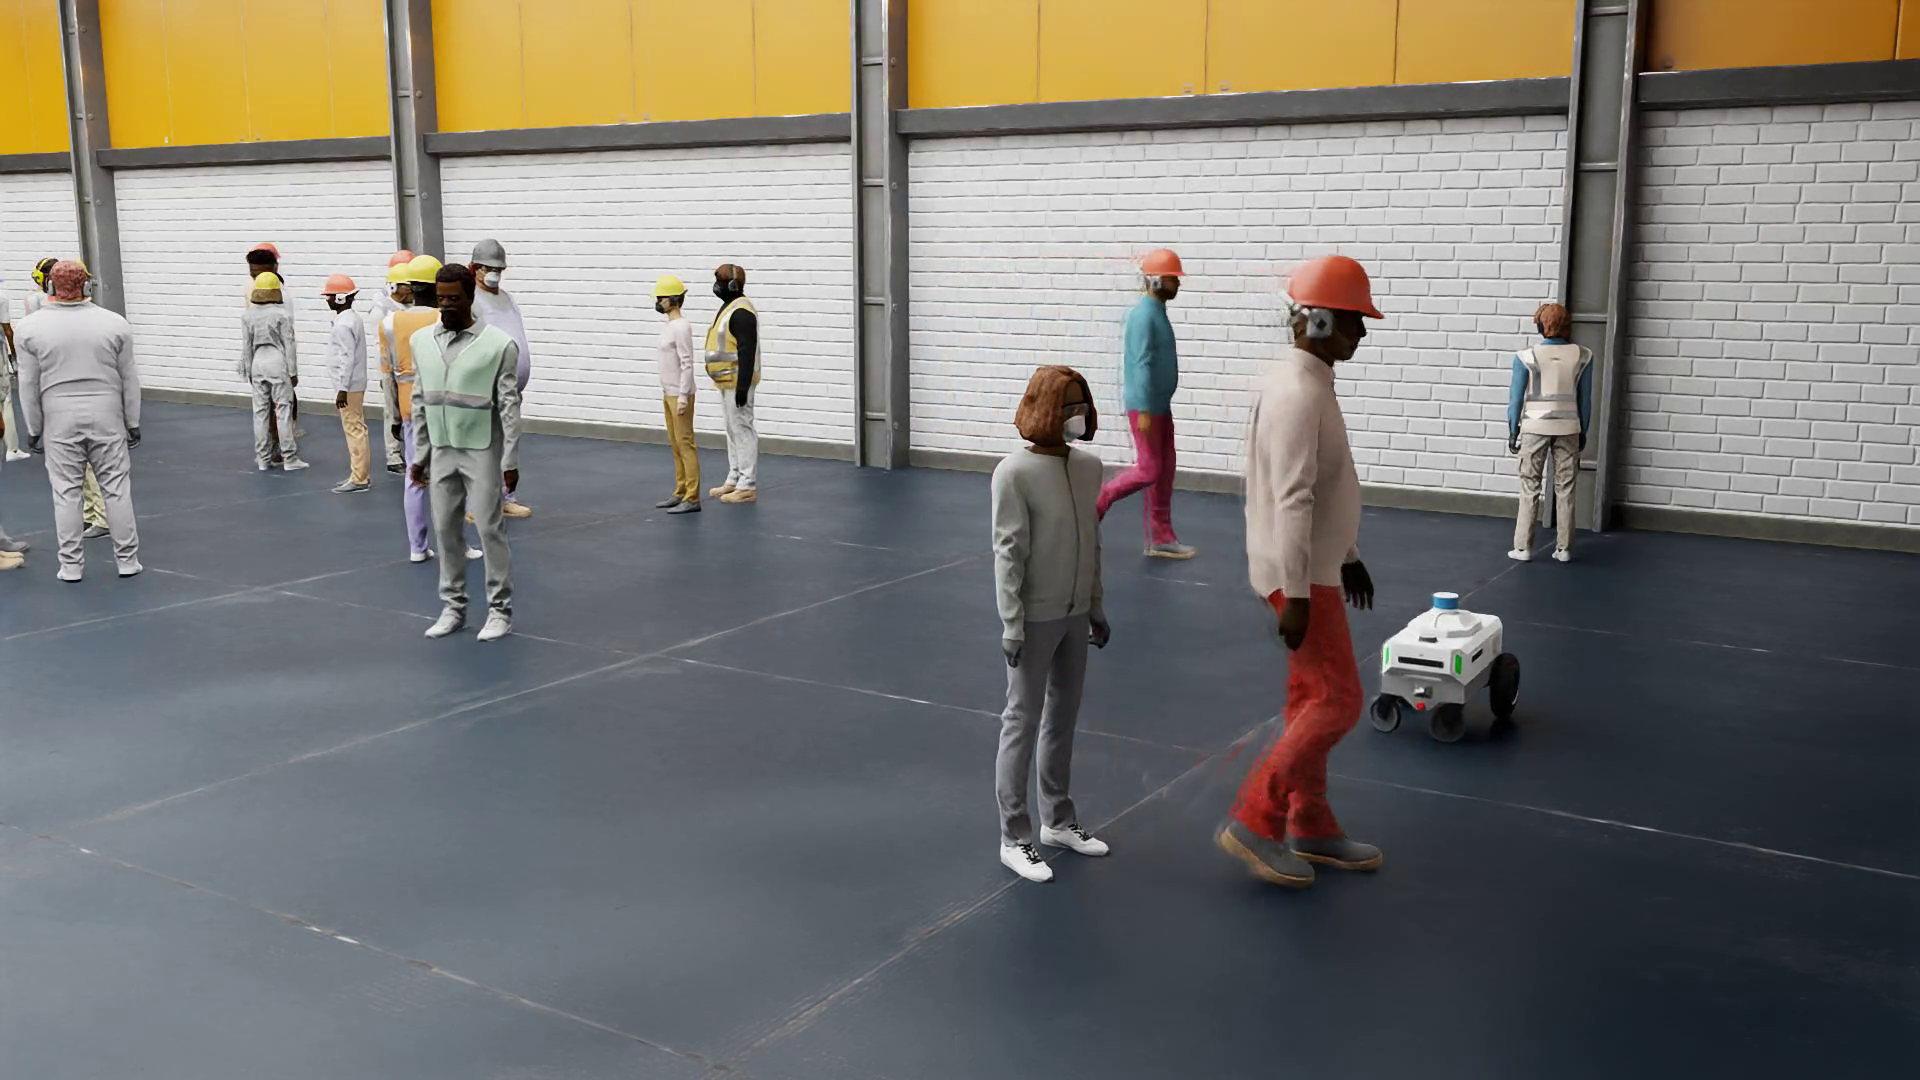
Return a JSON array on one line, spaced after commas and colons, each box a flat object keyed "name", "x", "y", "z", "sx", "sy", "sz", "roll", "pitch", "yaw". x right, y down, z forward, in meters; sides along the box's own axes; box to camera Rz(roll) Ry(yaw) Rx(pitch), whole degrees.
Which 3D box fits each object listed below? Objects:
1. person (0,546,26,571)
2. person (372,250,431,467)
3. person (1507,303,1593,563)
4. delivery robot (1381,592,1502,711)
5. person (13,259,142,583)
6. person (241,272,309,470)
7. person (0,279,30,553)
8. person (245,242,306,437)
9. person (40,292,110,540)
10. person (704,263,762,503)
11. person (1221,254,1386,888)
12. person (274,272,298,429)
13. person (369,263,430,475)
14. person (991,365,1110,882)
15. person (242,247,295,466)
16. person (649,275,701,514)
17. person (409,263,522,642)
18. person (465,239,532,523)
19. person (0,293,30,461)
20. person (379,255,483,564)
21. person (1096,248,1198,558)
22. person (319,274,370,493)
[{"name": "person", "x": -5.982, "y": -0.710, "z": 10.155, "sx": 0.354, "sy": 1.834, "sz": 0.519, "roll": -6, "pitch": 12, "yaw": -32}, {"name": "person", "x": -4.902, "y": -1.591, "z": 14.743, "sx": 0.361, "sy": 1.935, "sz": 0.545, "roll": 7, "pitch": 12, "yaw": 34}, {"name": "person", "x": 3.689, "y": -0.660, "z": 10.429, "sx": 0.514, "sy": 1.634, "sz": 0.313, "roll": 0, "pitch": 10, "yaw": 3}, {"name": "delivery robot", "x": 2.012, "y": 0.463, "z": 6.924, "sx": 0.477, "sy": 0.478, "sz": 0.707, "roll": 6, "pitch": 12, "yaw": 30}, {"name": "person", "x": -5.209, "y": -0.699, "z": 9.877, "sx": 0.641, "sy": 1.909, "sz": 0.409, "roll": -6, "pitch": 12, "yaw": -30}, {"name": "person", "x": -6.065, "y": -1.485, "z": 14.680, "sx": 0.486, "sy": 1.744, "sz": 0.311, "roll": 2, "pitch": 10, "yaw": 11}, {"name": "person", "x": -6.282, "y": -0.857, "z": 10.663, "sx": 0.608, "sy": 1.940, "sz": 0.416, "roll": 9, "pitch": 14, "yaw": 41}, {"name": "person", "x": -7.069, "y": -2.045, "z": 17.084, "sx": 0.612, "sy": 1.997, "sz": 0.375, "roll": 7, "pitch": 12, "yaw": 32}, {"name": "person", "x": -5.998, "y": -0.882, "z": 11.311, "sx": 0.333, "sy": 1.749, "sz": 0.574, "roll": -9, "pitch": 13, "yaw": -40}, {"name": "person", "x": -1.758, "y": -1.212, "z": 12.898, "sx": 0.430, "sy": 1.846, "sz": 0.624, "roll": -3, "pitch": 11, "yaw": -18}, {"name": "person", "x": 1.124, "y": 0.101, "z": 5.237, "sx": 0.458, "sy": 1.976, "sz": 0.629, "roll": 2, "pitch": 10, "yaw": 11}, {"name": "person", "x": -7.185, "y": -1.984, "z": 17.580, "sx": 0.321, "sy": 1.694, "sz": 0.529, "roll": -4, "pitch": 11, "yaw": -23}, {"name": "person", "x": -4.807, "y": -1.472, "z": 14.393, "sx": 0.403, "sy": 1.825, "sz": 0.594, "roll": 5, "pitch": 11, "yaw": 25}, {"name": "person", "x": 0.298, "y": 0.256, "z": 5.339, "sx": 0.283, "sy": 1.633, "sz": 0.500, "roll": 9, "pitch": 14, "yaw": 41}, {"name": "person", "x": -6.223, "y": -1.657, "z": 15.045, "sx": 0.404, "sy": 1.960, "sz": 0.637, "roll": -8, "pitch": 13, "yaw": -39}, {"name": "person", "x": -2.129, "y": -1.078, "z": 12.368, "sx": 0.321, "sy": 1.767, "sz": 0.533, "roll": -4, "pitch": 11, "yaw": -23}, {"name": "person", "x": -2.496, "y": -0.441, "z": 8.451, "sx": 0.604, "sy": 1.906, "sz": 0.397, "roll": 3, "pitch": 11, "yaw": 15}, {"name": "person", "x": -3.340, "y": -1.141, "z": 11.951, "sx": 0.536, "sy": 2.000, "sz": 0.678, "roll": 4, "pitch": 11, "yaw": 23}, {"name": "person", "x": -8.884, "y": -1.647, "z": 15.221, "sx": 0.514, "sy": 1.876, "sz": 0.329, "roll": -2, "pitch": 10, "yaw": -10}, {"name": "person", "x": -3.305, "y": -0.804, "z": 10.398, "sx": 0.585, "sy": 1.929, "sz": 0.370, "roll": 1, "pitch": 10, "yaw": 8}, {"name": "person", "x": 1.148, "y": -0.859, "z": 10.562, "sx": 0.695, "sy": 1.976, "sz": 0.632, "roll": 4, "pitch": 11, "yaw": 21}, {"name": "person", "x": -4.950, "y": -1.262, "z": 13.420, "sx": 0.326, "sy": 1.752, "sz": 0.563, "roll": -2, "pitch": 11, "yaw": -13}]
